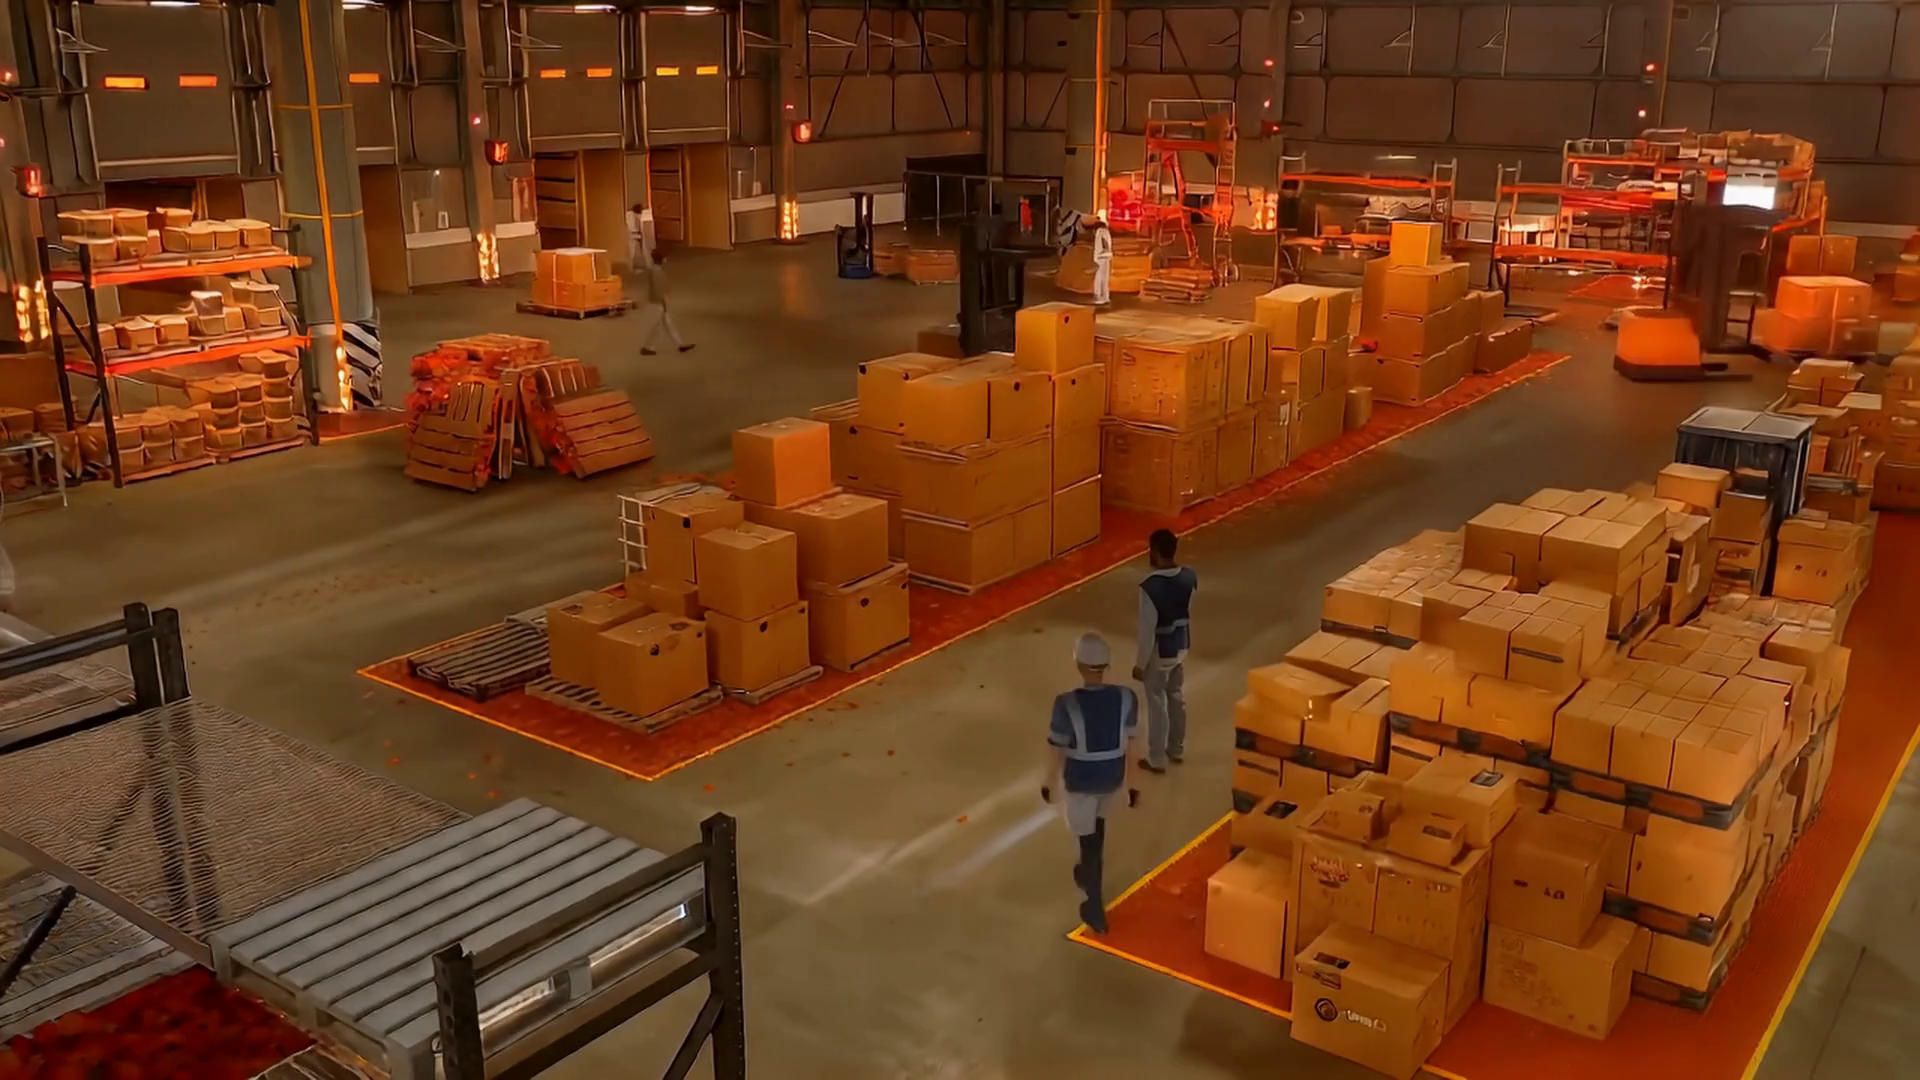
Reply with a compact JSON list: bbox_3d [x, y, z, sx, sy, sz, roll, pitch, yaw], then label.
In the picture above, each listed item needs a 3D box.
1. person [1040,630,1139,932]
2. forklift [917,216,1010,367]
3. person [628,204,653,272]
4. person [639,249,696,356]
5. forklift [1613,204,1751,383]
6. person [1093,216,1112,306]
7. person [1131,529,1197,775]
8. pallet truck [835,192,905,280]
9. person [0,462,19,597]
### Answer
[{"bbox_3d":[0.786,1.469,10.554,0.576,1.905,0.831,-6,18,-18],"label":"person"},{"bbox_3d":[0.347,-3.514,25.409,1.873,2.768,1.129,12,21,35],"label":"forklift"},{"bbox_3d":[-7.696,-7.275,40.053,0.516,1.598,0.825,14,22,39],"label":"person"},{"bbox_3d":[-5.217,-4.166,29.260,1.035,1.879,0.647,-1,17,-2],"label":"person"},{"bbox_3d":[11.898,-4.034,27.131,1.873,2.768,1.129,1,17,3],"label":"forklift"},{"bbox_3d":[2.995,-5.849,34.861,0.350,1.878,0.568,11,20,31],"label":"person"},{"bbox_3d":[1.545,0.848,12.612,0.587,1.916,0.392,-16,23,-42],"label":"person"},{"bbox_3d":[-1.936,-7.159,38.982,1.885,1.965,0.823,-12,21,-34],"label":"pallet truck"},{"bbox_3d":[-9.613,-0.232,16.277,0.646,1.884,0.860,-4,17,-14],"label":"person"}]
